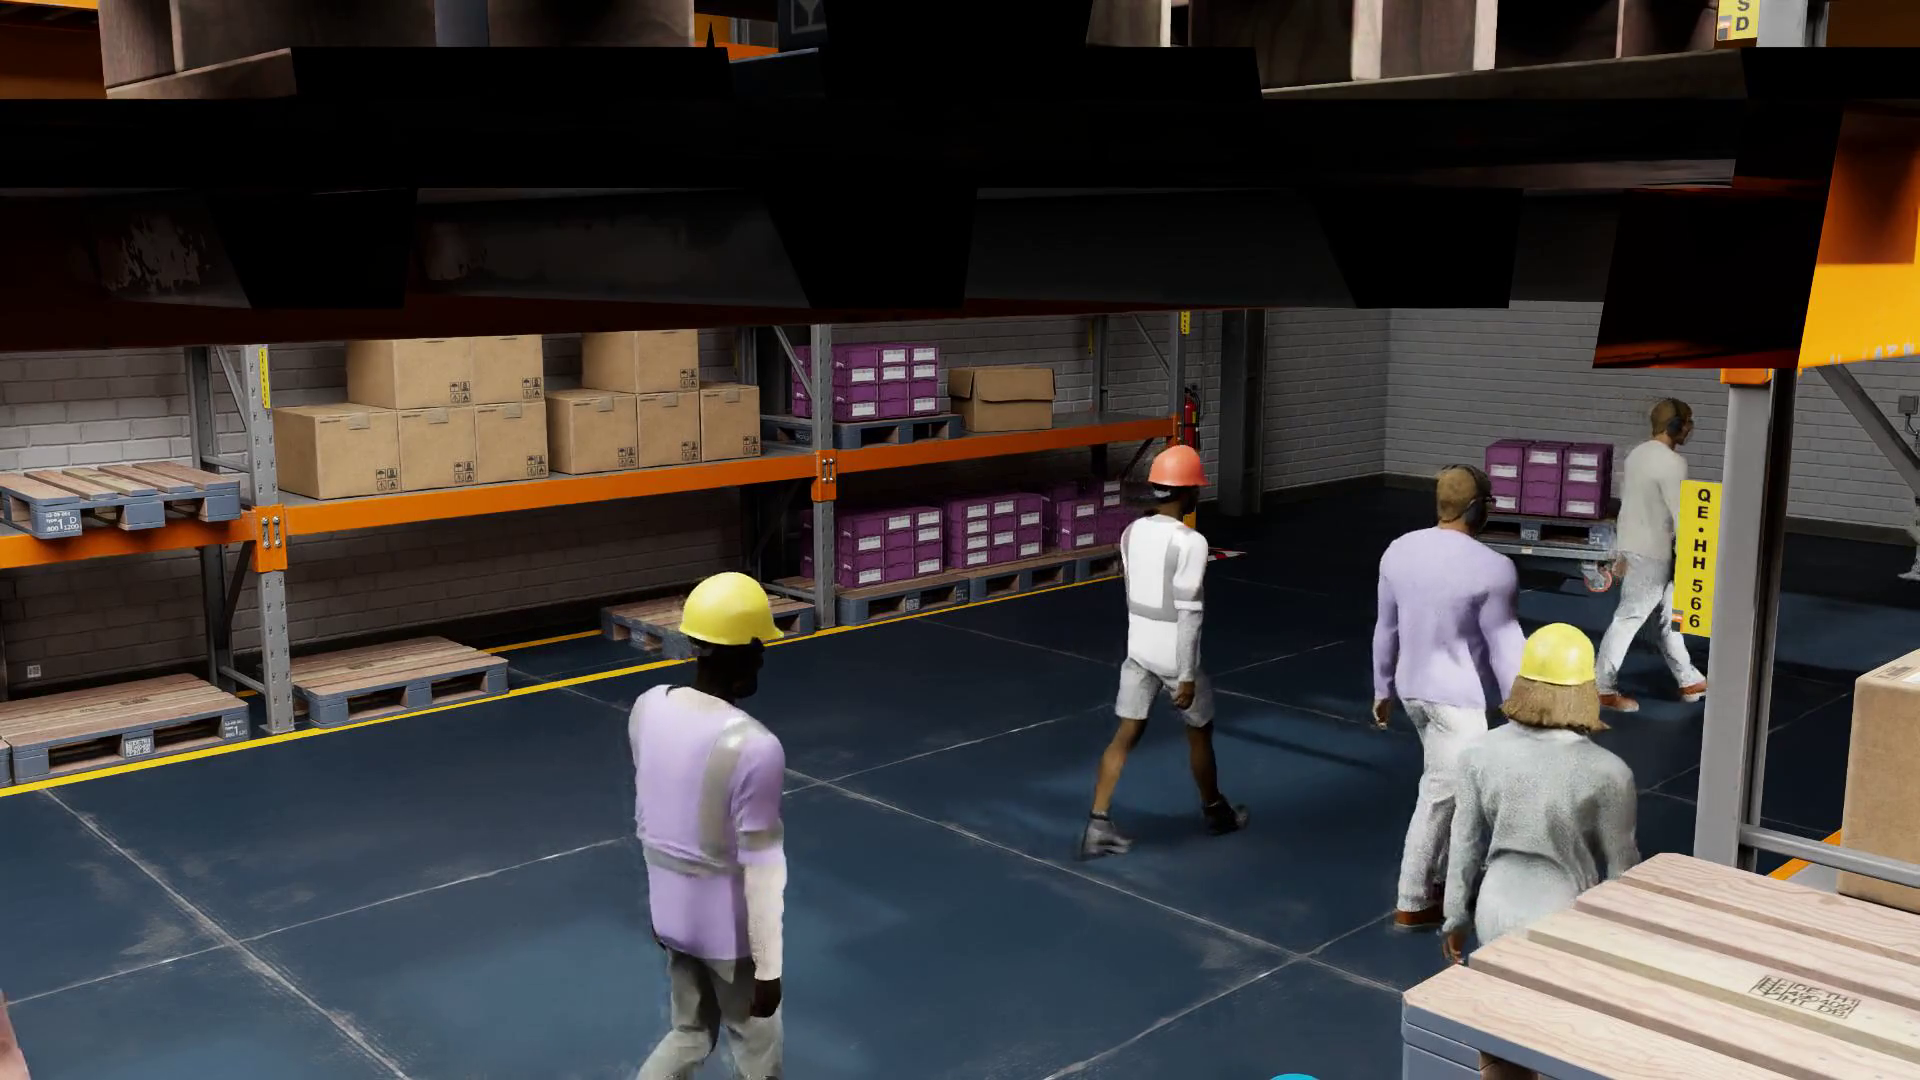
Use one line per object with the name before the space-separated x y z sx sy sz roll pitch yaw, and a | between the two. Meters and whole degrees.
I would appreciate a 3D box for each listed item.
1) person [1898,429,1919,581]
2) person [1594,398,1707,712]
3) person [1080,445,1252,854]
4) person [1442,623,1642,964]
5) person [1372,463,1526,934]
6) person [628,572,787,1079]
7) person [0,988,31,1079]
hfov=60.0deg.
person | 8.140 -0.423 13.836 0.518 1.626 0.526 -5 11 -27
person | 4.253 0.107 9.953 0.984 1.893 0.656 1 10 5
person | 0.939 0.504 7.650 0.986 1.889 0.561 -7 12 -35
person | 1.676 1.084 4.723 0.675 1.721 0.495 -9 13 -44
person | 2.035 0.641 6.741 0.674 1.913 0.646 -6 11 -29
person | -0.709 1.031 4.508 0.600 1.905 0.688 8 13 40
person | -2.049 1.254 3.339 0.653 1.854 0.982 9 13 42
